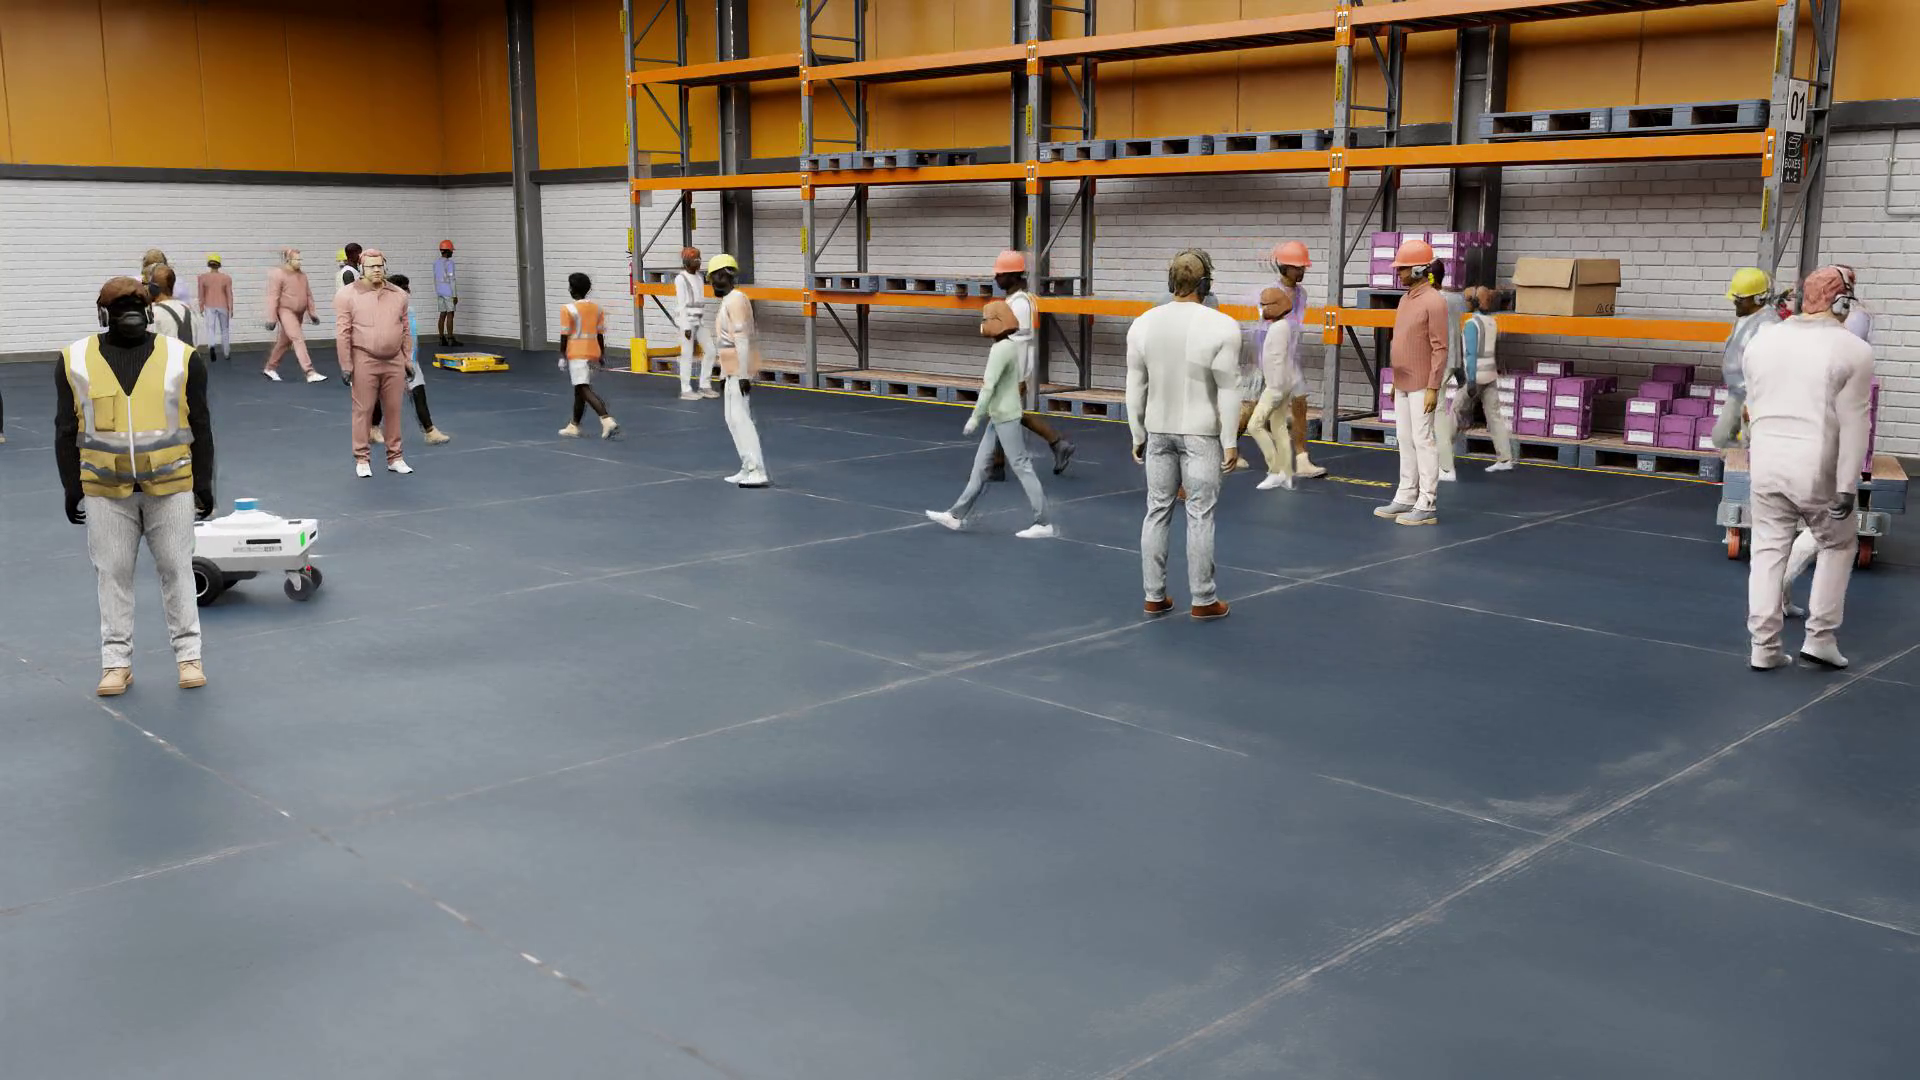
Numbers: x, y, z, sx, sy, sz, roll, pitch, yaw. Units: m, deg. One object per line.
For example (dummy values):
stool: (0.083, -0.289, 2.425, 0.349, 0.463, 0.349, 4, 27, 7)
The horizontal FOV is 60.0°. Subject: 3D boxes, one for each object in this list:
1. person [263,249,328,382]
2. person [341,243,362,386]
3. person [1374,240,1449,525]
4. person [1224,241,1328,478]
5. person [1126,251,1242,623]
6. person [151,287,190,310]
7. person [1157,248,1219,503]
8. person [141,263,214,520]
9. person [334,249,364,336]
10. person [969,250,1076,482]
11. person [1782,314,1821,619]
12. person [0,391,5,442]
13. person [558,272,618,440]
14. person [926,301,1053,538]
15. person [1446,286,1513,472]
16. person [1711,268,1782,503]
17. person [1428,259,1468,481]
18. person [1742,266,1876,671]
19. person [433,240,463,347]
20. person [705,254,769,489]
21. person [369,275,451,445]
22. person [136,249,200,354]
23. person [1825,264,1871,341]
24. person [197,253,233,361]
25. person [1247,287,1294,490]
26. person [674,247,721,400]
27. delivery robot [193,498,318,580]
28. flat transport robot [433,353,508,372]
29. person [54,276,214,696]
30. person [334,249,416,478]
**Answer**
person: (-9.307, -3.108, 23.066, 1.067, 1.848, 0.622, 2, 11, 11)
person: (-8.164, -3.037, 22.437, 0.391, 1.920, 0.593, -3, 11, -15)
person: (3.185, -1.101, 11.686, 0.393, 1.988, 0.623, -2, 11, -11)
person: (2.648, -1.528, 14.077, 0.615, 1.998, 1.062, -9, 14, -40)
person: (1.173, -0.535, 8.737, 0.630, 1.938, 0.366, 6, 12, 30)
person: (-7.374, -1.682, 15.517, 0.541, 1.733, 0.807, -1, 10, -5)
person: (1.742, -1.208, 12.440, 0.437, 1.925, 0.652, 10, 14, 42)
person: (-5.703, -1.043, 11.831, 0.807, 1.815, 0.551, 3, 11, 14)
person: (-9.285, -3.513, 25.330, 0.425, 1.813, 0.618, 6, 12, 28)
person: (0.525, -1.419, 13.655, 0.816, 1.913, 0.550, 0, 10, 0)
person: (4.333, -0.364, 8.640, 0.416, 1.624, 0.538, -5, 11, -24)
person: (-9.528, -1.903, 16.040, 0.376, 1.997, 0.613, 1, 10, 5)
person: (-3.706, -1.825, 16.519, 0.837, 1.664, 0.533, 6, 12, 30)
person: (0.223, -0.798, 11.133, 0.890, 1.581, 0.508, 1, 10, 6)
person: (4.410, -1.382, 14.296, 0.874, 1.584, 0.541, 10, 14, 43)
person: (5.673, -1.059, 12.004, 0.457, 1.787, 0.664, 2, 11, 9)
person: (3.949, -1.408, 13.781, 0.546, 1.837, 0.568, 9, 14, 41)
person: (3.944, -0.318, 7.728, 0.600, 1.883, 0.639, -7, 13, -35)
person: (-9.332, -4.490, 30.312, 0.550, 1.935, 0.375, 8, 13, 38)
person: (-1.820, -1.370, 13.474, 0.425, 1.873, 0.726, -3, 11, -16)
person: (-5.386, -1.723, 16.009, 0.889, 1.646, 0.545, 4, 11, 21)
person: (-8.124, -2.004, 16.914, 0.646, 1.893, 1.036, 0, 10, -3)
person: (6.522, -1.149, 12.434, 0.798, 1.817, 0.638, 0, 10, -2)
person: (-12.004, -3.750, 26.831, 0.524, 1.746, 0.754, -4, 11, -21)
person: (2.469, -1.182, 13.128, 0.421, 1.615, 0.534, 2, 11, 12)
person: (-3.206, -2.638, 20.394, 0.624, 1.867, 0.622, 5, 11, 24)
delivery robot: (-3.972, 0.012, 9.278, 0.707, 0.478, 0.477, -2, 11, -10)
flat transport robot: (-7.381, -2.690, 25.042, 0.652, 0.197, 1.431, -8, 13, -35)
person: (-3.646, -0.238, 7.379, 0.633, 1.846, 0.429, -4, 11, -22)
person: (-4.902, -1.487, 14.019, 0.652, 1.906, 0.402, -10, 14, -42)
